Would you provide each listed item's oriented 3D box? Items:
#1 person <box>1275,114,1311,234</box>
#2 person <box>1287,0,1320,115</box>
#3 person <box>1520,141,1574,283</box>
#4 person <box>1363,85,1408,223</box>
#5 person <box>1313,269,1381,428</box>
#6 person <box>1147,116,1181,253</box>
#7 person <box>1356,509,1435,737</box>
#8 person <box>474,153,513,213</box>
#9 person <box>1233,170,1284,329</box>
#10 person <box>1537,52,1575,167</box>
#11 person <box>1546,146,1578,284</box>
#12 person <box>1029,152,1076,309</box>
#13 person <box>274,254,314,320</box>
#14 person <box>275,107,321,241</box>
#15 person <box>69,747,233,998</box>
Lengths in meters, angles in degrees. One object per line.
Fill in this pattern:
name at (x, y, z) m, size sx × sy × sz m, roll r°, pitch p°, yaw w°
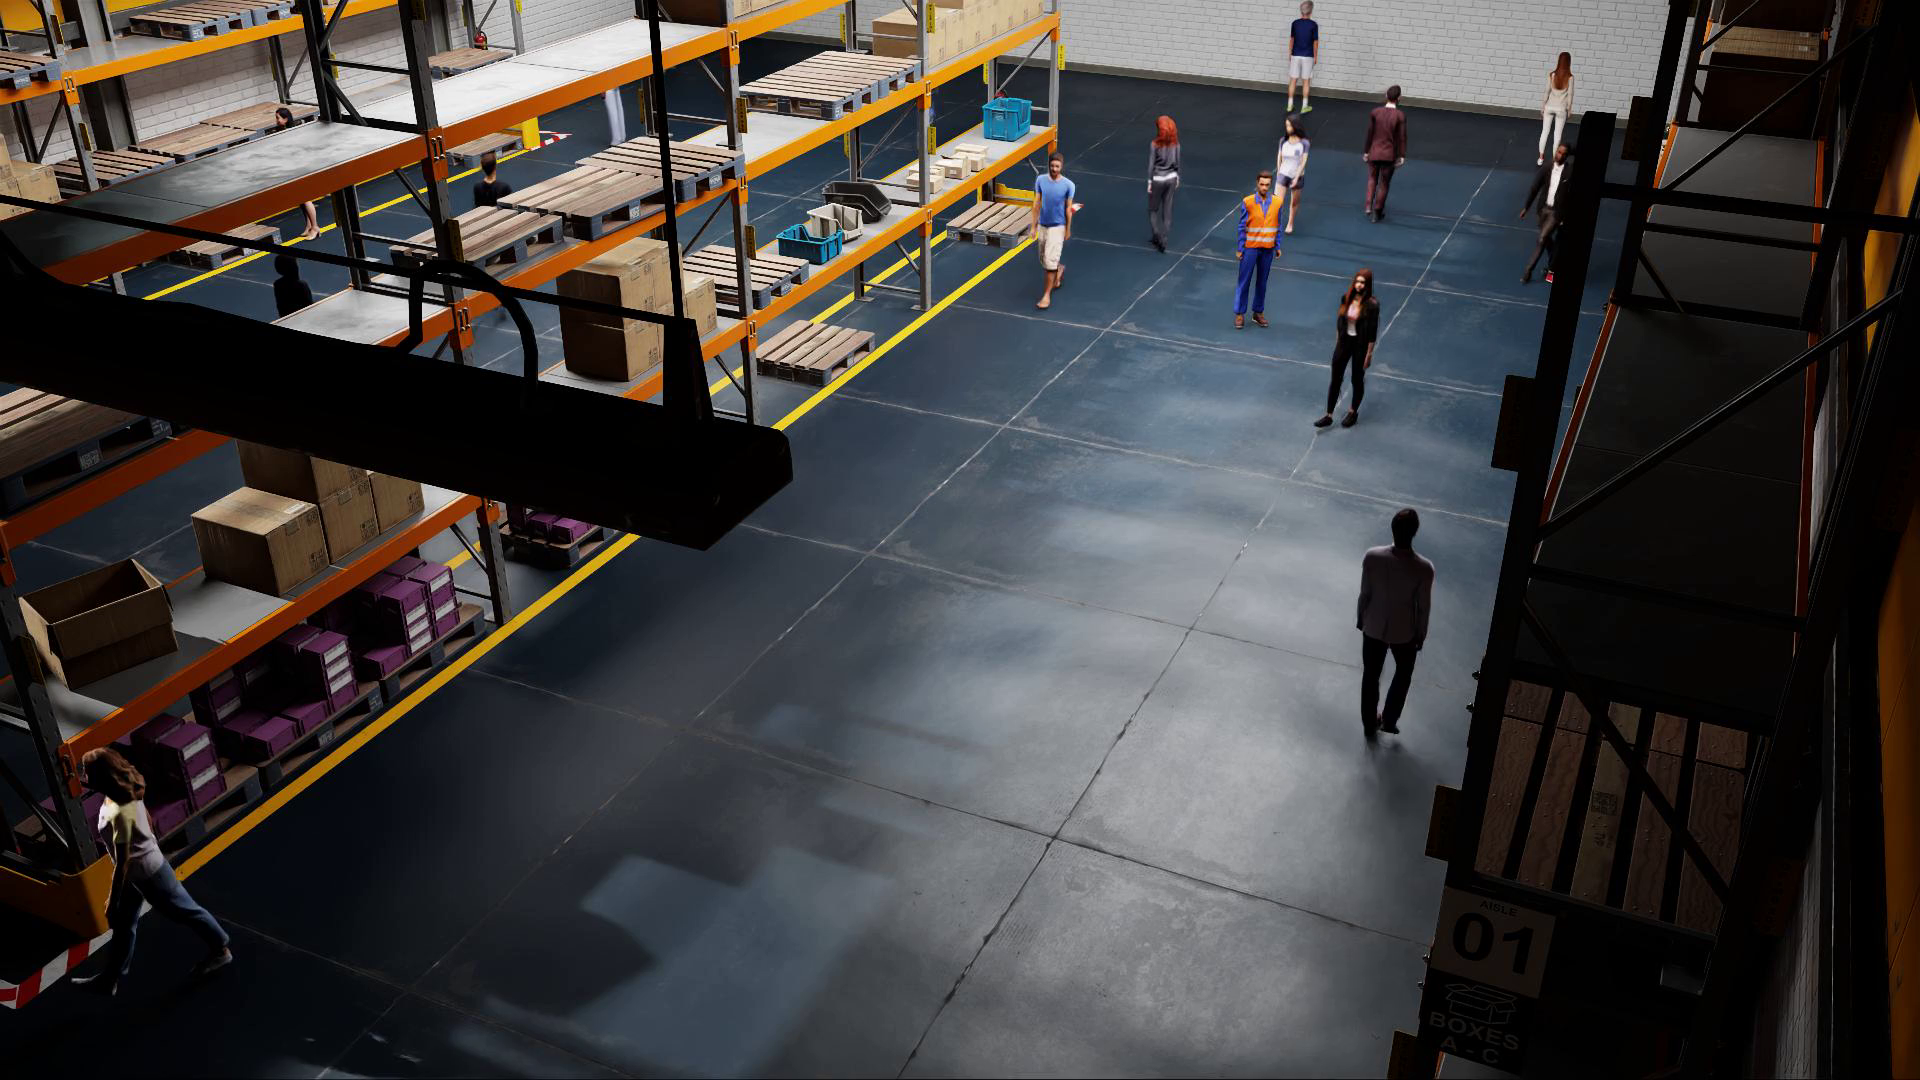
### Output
person at (4.472, -4.850, 22.238) m, size 0.581 × 1.652 × 1.090 m, roll 13°, pitch 31°, yaw 22°
person at (5.803, -8.193, 28.177) m, size 0.637 × 1.835 × 0.534 m, roll 14°, pitch 32°, yaw 24°
person at (7.426, -4.093, 20.740) m, size 1.142 × 1.759 × 1.004 m, roll -14°, pitch 31°, yaw -23°
person at (5.778, -5.265, 22.790) m, size 0.725 × 1.852 × 0.633 m, roll 15°, pitch 32°, yaw 25°
person at (4.057, -1.970, 16.912) m, size 0.779 × 1.697 × 0.914 m, roll 24°, pitch 37°, yaw 37°
person at (2.673, -4.599, 21.667) m, size 0.768 × 1.758 × 0.816 m, roll -5°, pitch 29°, yaw -10°
person at (3.060, 0.659, 11.944) m, size 0.675 × 1.840 × 0.671 m, roll 12°, pitch 31°, yaw 21°
person at (-5.511, -3.665, 19.867) m, size 0.842 × 1.843 × 1.079 m, roll 3°, pitch 29°, yaw 5°
person at (3.469, -3.391, 19.345) m, size 0.794 × 1.861 × 0.807 m, roll -4°, pitch 29°, yaw -7°
person at (9.064, -6.545, 25.282) m, size 0.634 × 1.713 × 0.599 m, roll 18°, pitch 33°, yaw 30°
person at (7.604, -4.069, 20.697) m, size 0.632 × 1.758 × 0.767 m, roll -24°, pitch 37°, yaw -37°
person at (1.139, -3.800, 20.128) m, size 0.642 × 1.830 × 1.174 m, roll 14°, pitch 32°, yaw 24°
person at (-6.861, -2.173, 17.285) m, size 0.629 × 1.696 × 0.642 m, roll 2°, pitch 29°, yaw 3°
person at (-8.851, -4.887, 22.184) m, size 0.797 × 1.769 × 0.775 m, roll -19°, pitch 34°, yaw -31°
person at (-4.674, 1.940, 9.774) m, size 1.211 × 1.669 × 1.050 m, roll -17°, pitch 33°, yaw -29°
